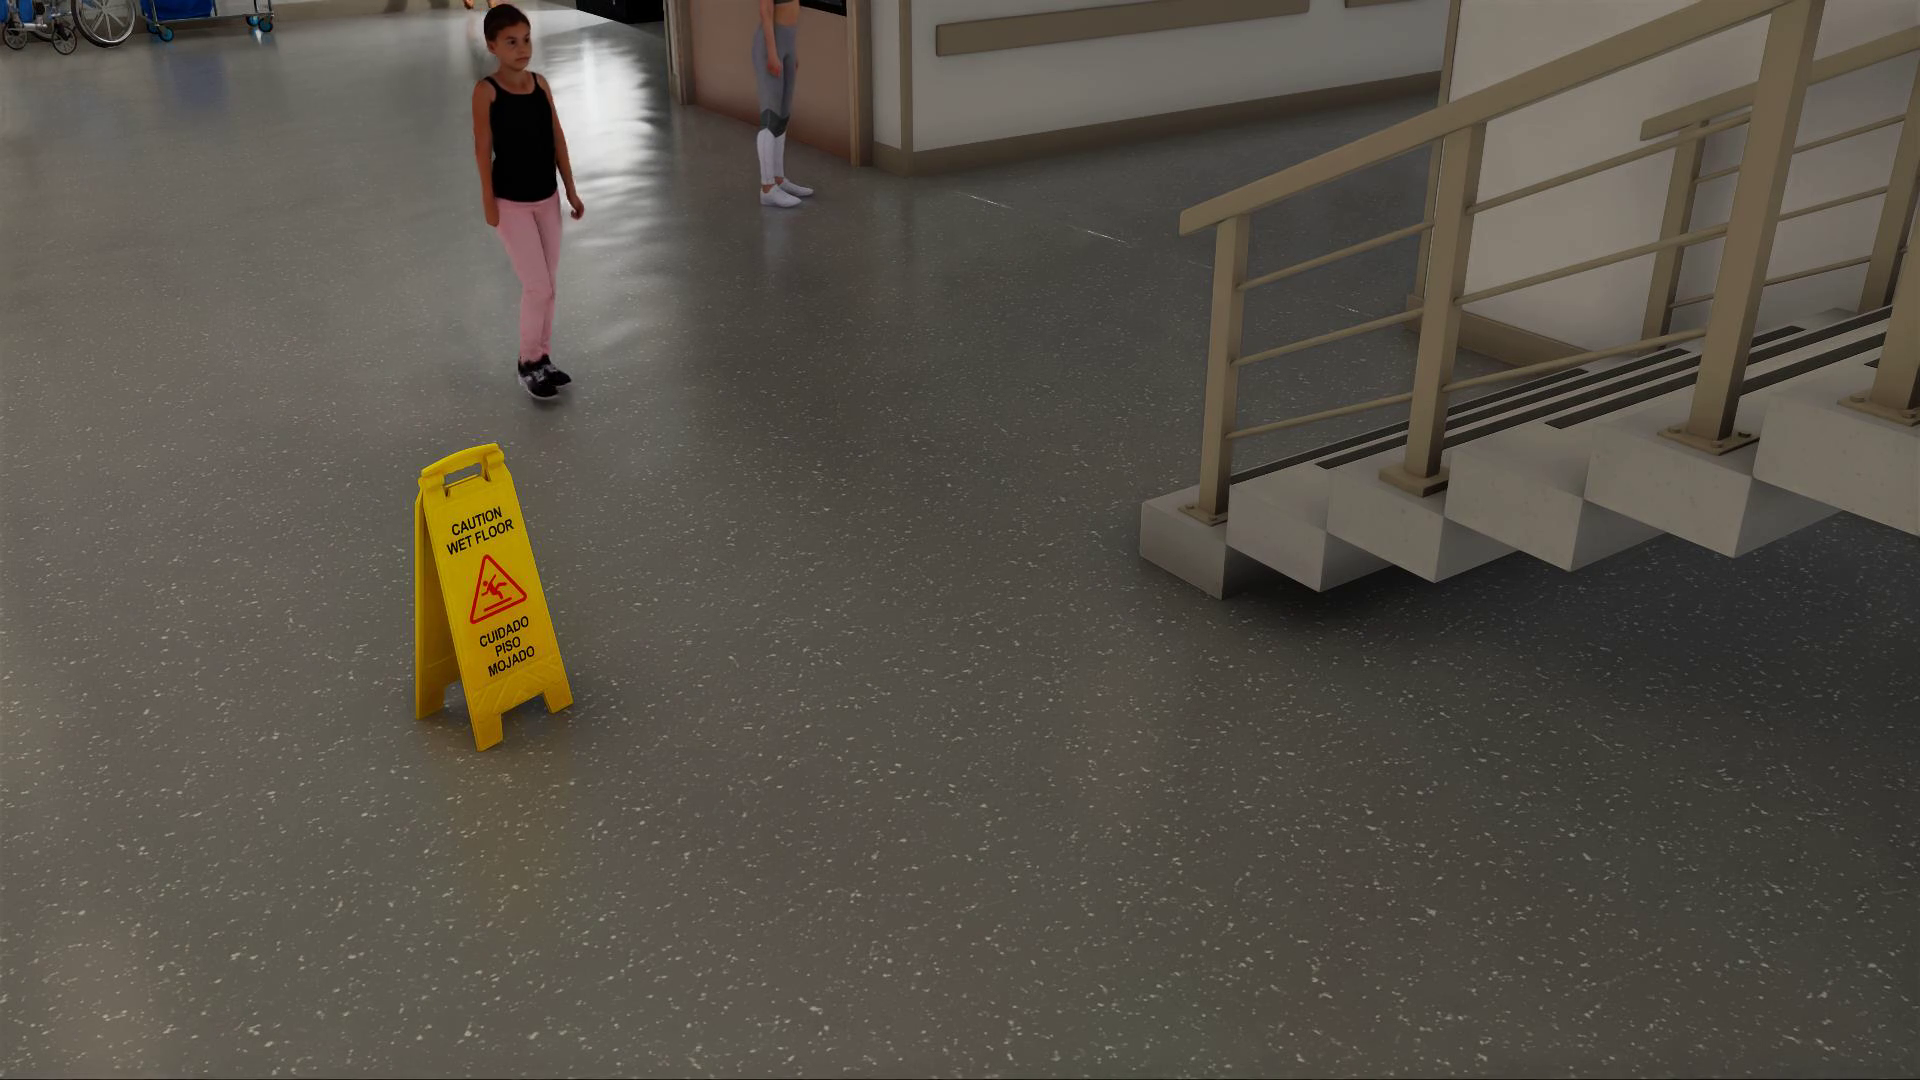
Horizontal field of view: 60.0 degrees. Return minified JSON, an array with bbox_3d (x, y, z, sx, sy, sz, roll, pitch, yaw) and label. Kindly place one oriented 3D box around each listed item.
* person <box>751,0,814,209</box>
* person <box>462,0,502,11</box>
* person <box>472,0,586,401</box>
[{"bbox_3d":[-1.060,-2.796,9.514,0.689,1.706,0.643,7,27,13],"label":"person"},{"bbox_3d":[-4.782,-5.985,16.205,0.966,1.639,1.036,2,26,5],"label":"person"},{"bbox_3d":[-1.787,-1.363,6.718,0.653,1.555,0.587,19,32,35],"label":"person"}]
